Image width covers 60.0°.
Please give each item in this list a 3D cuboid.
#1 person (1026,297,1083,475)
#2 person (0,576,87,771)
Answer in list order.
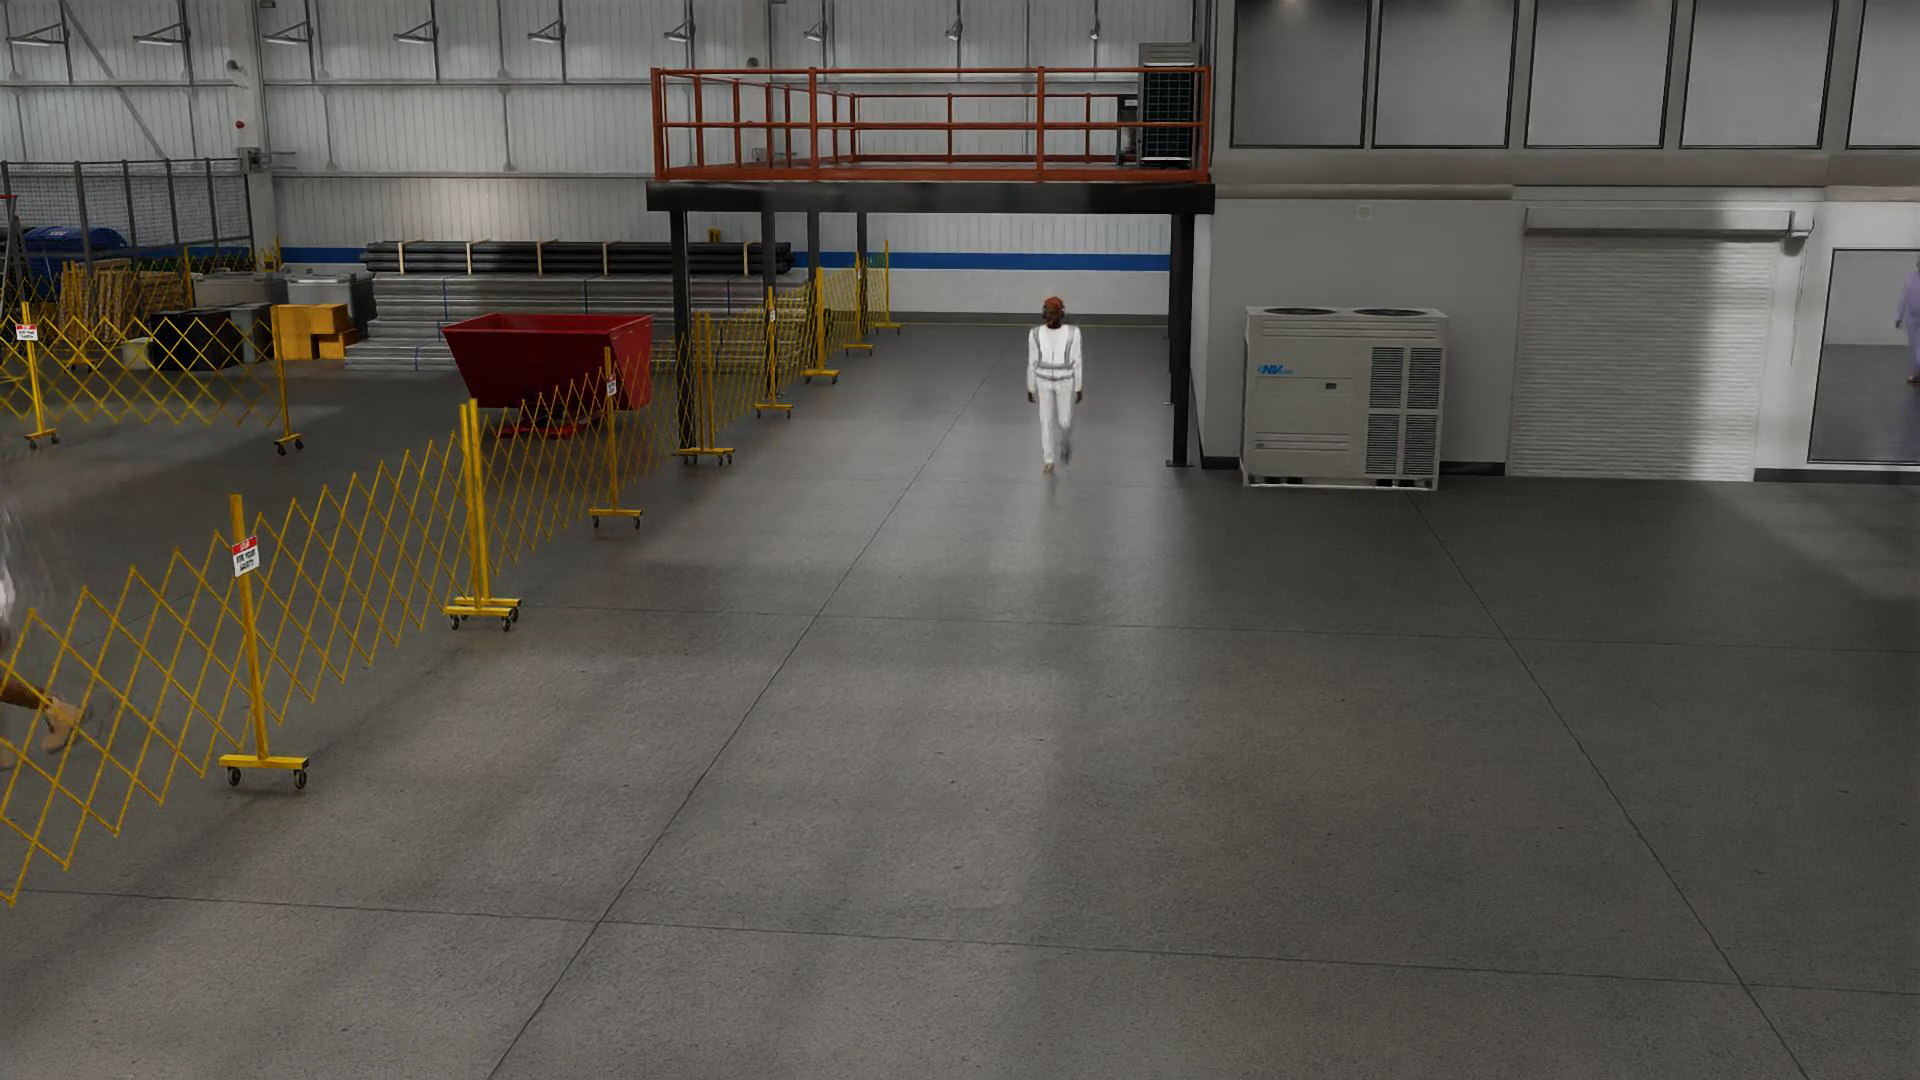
[{"bbox_3d":[0.987,-1.614,17.481,0.605,1.871,0.419,3,14,12],"label":"person"},{"bbox_3d":[-5.403,0.358,9.175,0.731,2.007,0.616,-12,18,-40],"label":"person"}]
